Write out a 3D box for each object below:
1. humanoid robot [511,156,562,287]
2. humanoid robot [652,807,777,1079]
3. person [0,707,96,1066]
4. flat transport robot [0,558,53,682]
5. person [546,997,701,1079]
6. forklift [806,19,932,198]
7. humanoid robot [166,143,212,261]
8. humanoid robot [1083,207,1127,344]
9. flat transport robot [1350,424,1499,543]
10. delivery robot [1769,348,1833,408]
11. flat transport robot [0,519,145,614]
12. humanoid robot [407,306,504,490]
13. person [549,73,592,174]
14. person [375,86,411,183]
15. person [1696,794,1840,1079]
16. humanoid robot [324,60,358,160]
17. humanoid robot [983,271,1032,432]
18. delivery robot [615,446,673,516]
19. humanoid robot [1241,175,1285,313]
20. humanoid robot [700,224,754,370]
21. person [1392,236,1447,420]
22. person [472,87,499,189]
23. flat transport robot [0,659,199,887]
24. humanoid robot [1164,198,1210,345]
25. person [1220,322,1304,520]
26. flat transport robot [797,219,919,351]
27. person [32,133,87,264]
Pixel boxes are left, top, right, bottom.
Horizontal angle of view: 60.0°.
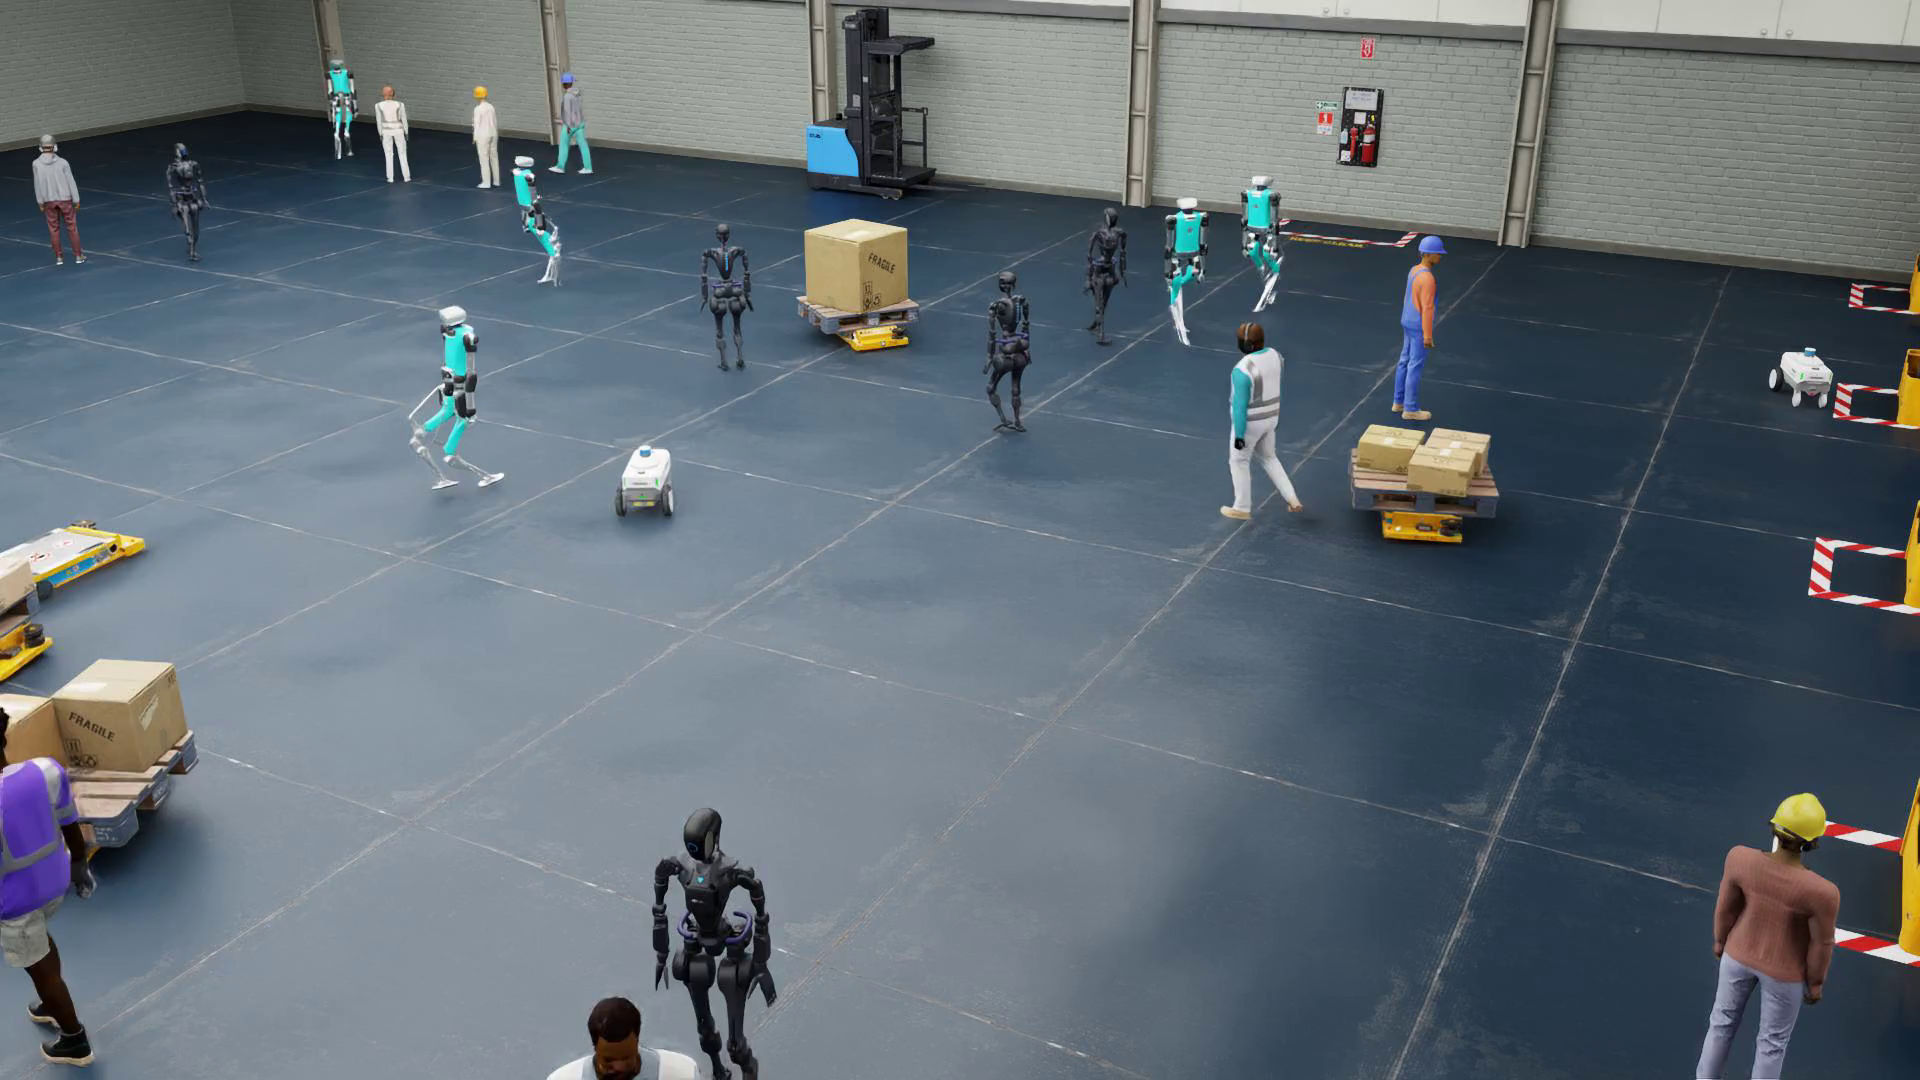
[{"bbox_3d":[-5.534,-4.195,22.204,0.727,1.888,0.540,-18,29,-36],"label":"humanoid robot"},{"bbox_3d":[-1.159,1.963,7.807,0.613,1.642,0.335,4,24,10],"label":"humanoid robot"},{"bbox_3d":[-4.651,1.686,8.134,0.739,1.933,0.629,8,25,19],"label":"person"},{"bbox_3d":[-7.577,0.834,12.220,1.431,0.231,0.659,2,23,6],"label":"flat transport robot"},{"bbox_3d":[-1.236,2.486,6.343,0.602,1.878,0.947,-5,24,-10],"label":"person"},{"bbox_3d":[-1.573,-7.292,27.850,1.873,2.768,1.129,12,26,25],"label":"forklift"},{"bbox_3d":[-10.966,-4.809,23.641,0.624,1.651,0.588,13,26,28],"label":"humanoid robot"},{"bbox_3d":[1.736,-3.172,19.838,0.590,1.618,0.770,-13,27,-28],"label":"humanoid robot"},{"bbox_3d":[4.122,-0.336,14.945,0.659,0.231,1.431,4,24,10],"label":"flat transport robot"},{"bbox_3d":[9.112,-1.774,17.954,0.499,0.614,0.791,4,23,8],"label":"delivery robot"},{"bbox_3d":[-7.517,0.209,13.677,0.659,0.231,1.431,8,25,19],"label":"flat transport robot"},{"bbox_3d":[-4.676,-1.215,15.125,0.905,1.768,0.547,-20,30,-39],"label":"humanoid robot"},{"bbox_3d":[-6.938,-7.338,29.378,0.830,1.744,0.565,7,24,16],"label":"person"},{"bbox_3d":[-9.787,-7.006,28.744,0.512,1.631,0.311,-5,24,-12],"label":"person"},{"bbox_3d":[3.743,1.955,7.714,0.306,1.768,0.523,-21,31,-39],"label":"person"},{"bbox_3d":[-11.487,-7.898,30.837,0.541,1.899,0.718,0,23,1],"label":"humanoid robot"},{"bbox_3d":[0.499,-1.903,16.809,0.609,1.643,0.357,-21,31,-39],"label":"humanoid robot"},{"bbox_3d":[-2.840,-0.562,15.096,0.499,0.585,0.775,0,23,-1],"label":"delivery robot"},{"bbox_3d":[3.926,-3.734,21.095,0.545,1.859,0.845,18,29,36],"label":"humanoid robot"},{"bbox_3d":[-2.634,-2.740,18.760,0.608,1.643,0.329,-8,24,-17],"label":"humanoid robot"},{"bbox_3d":[4.757,-2.202,17.216,0.371,1.906,0.520,-3,23,-6],"label":"person"},{"bbox_3d":[-8.049,-6.834,28.272,0.326,1.689,0.516,12,26,26],"label":"person"},{"bbox_3d":[-5.478,1.693,10.222,0.659,0.231,1.431,1,23,2],"label":"flat transport robot"},{"bbox_3d":[2.621,-3.243,19.880,0.556,1.797,0.791,-5,24,-11],"label":"humanoid robot"},{"bbox_3d":[2.649,-0.999,14.554,0.658,1.817,0.630,-21,31,-40],"label":"person"},{"bbox_3d":[-1.230,-2.595,20.204,0.659,0.231,1.431,-11,25,-23],"label":"flat transport robot"},{"bbox_3d":[-12.668,-4.789,23.367,0.550,1.806,0.381,-8,25,-18],"label":"person"}]
